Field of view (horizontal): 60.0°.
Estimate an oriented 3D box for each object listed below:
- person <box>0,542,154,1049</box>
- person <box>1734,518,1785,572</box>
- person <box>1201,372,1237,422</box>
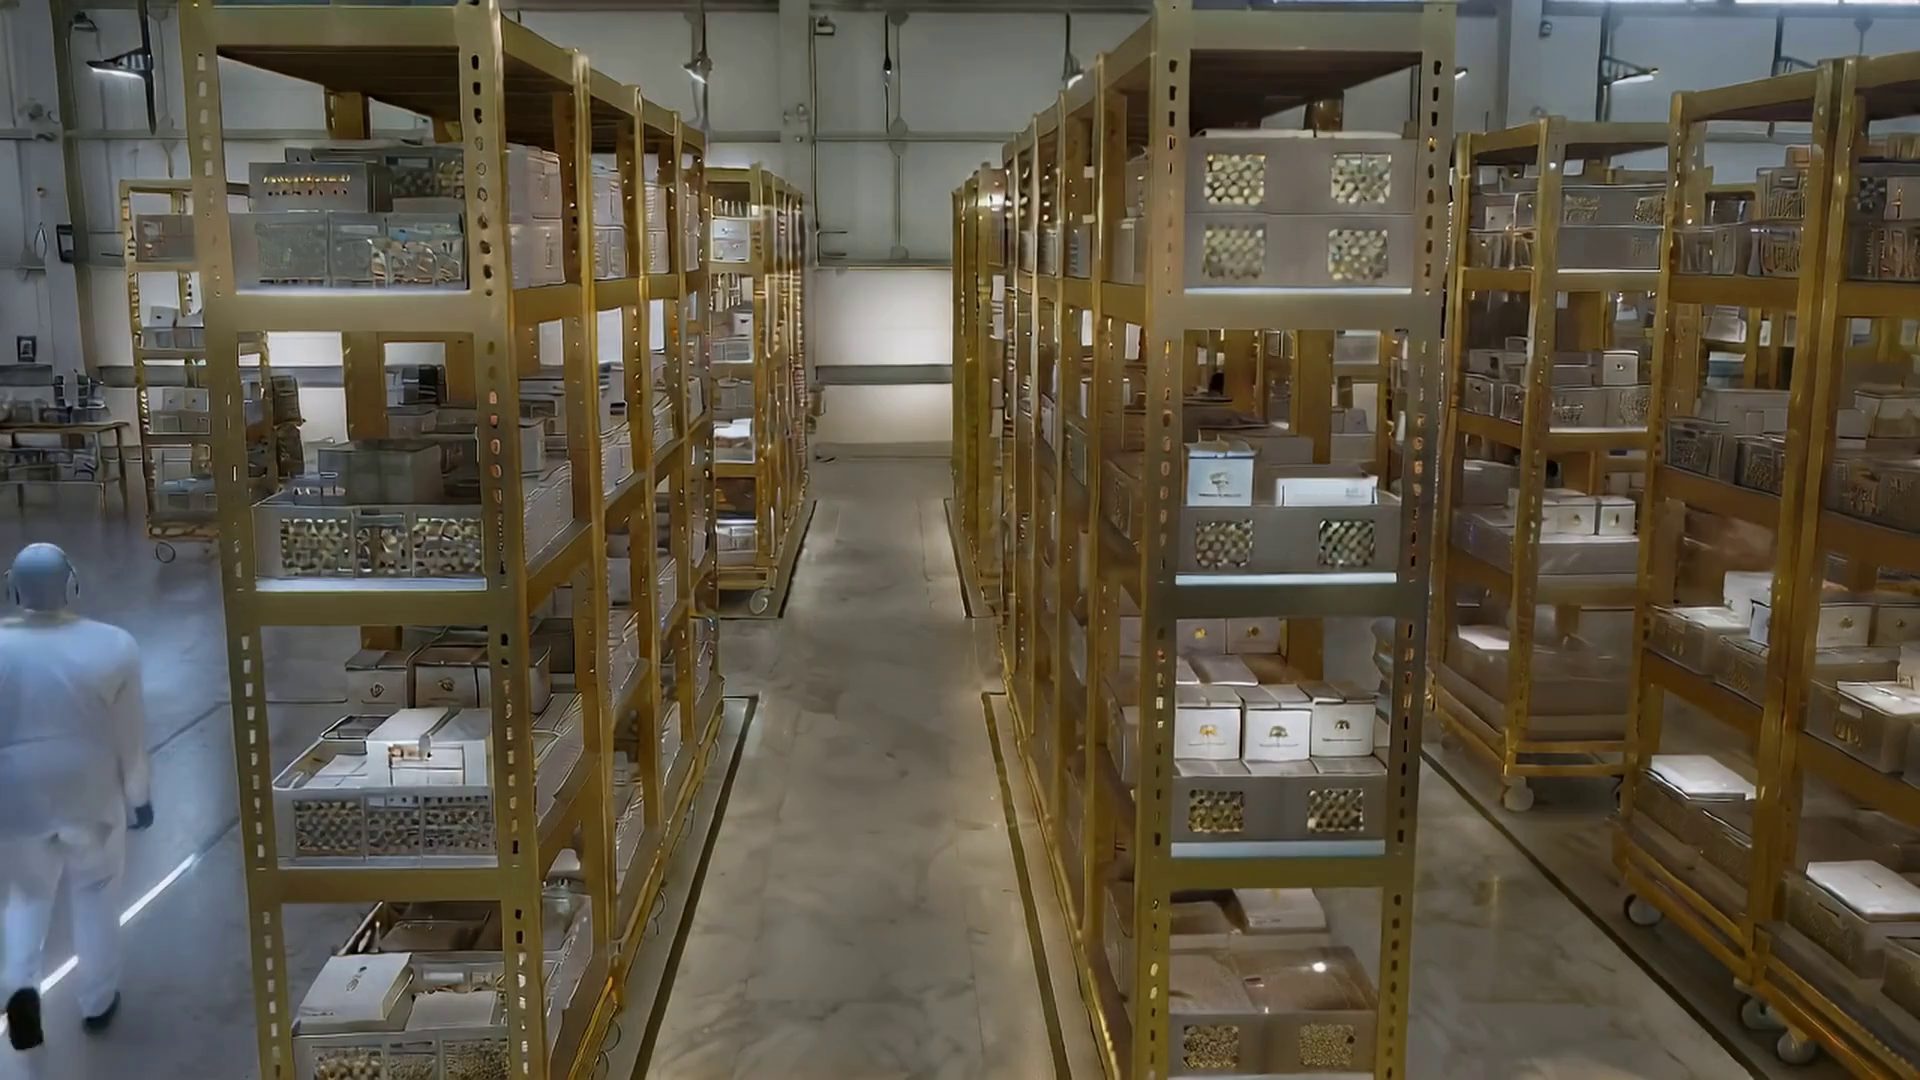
[{"bbox_3d":[-3.332,0.958,6.143,0.645,1.894,0.573,-3,10,-18],"label":"person"},{"bbox_3d":[5.784,-0.030,11.946,0.459,1.835,0.577,0,10,1],"label":"person"},{"bbox_3d":[2.083,-0.333,13.208,0.395,1.994,0.612,1,10,6],"label":"person"}]
